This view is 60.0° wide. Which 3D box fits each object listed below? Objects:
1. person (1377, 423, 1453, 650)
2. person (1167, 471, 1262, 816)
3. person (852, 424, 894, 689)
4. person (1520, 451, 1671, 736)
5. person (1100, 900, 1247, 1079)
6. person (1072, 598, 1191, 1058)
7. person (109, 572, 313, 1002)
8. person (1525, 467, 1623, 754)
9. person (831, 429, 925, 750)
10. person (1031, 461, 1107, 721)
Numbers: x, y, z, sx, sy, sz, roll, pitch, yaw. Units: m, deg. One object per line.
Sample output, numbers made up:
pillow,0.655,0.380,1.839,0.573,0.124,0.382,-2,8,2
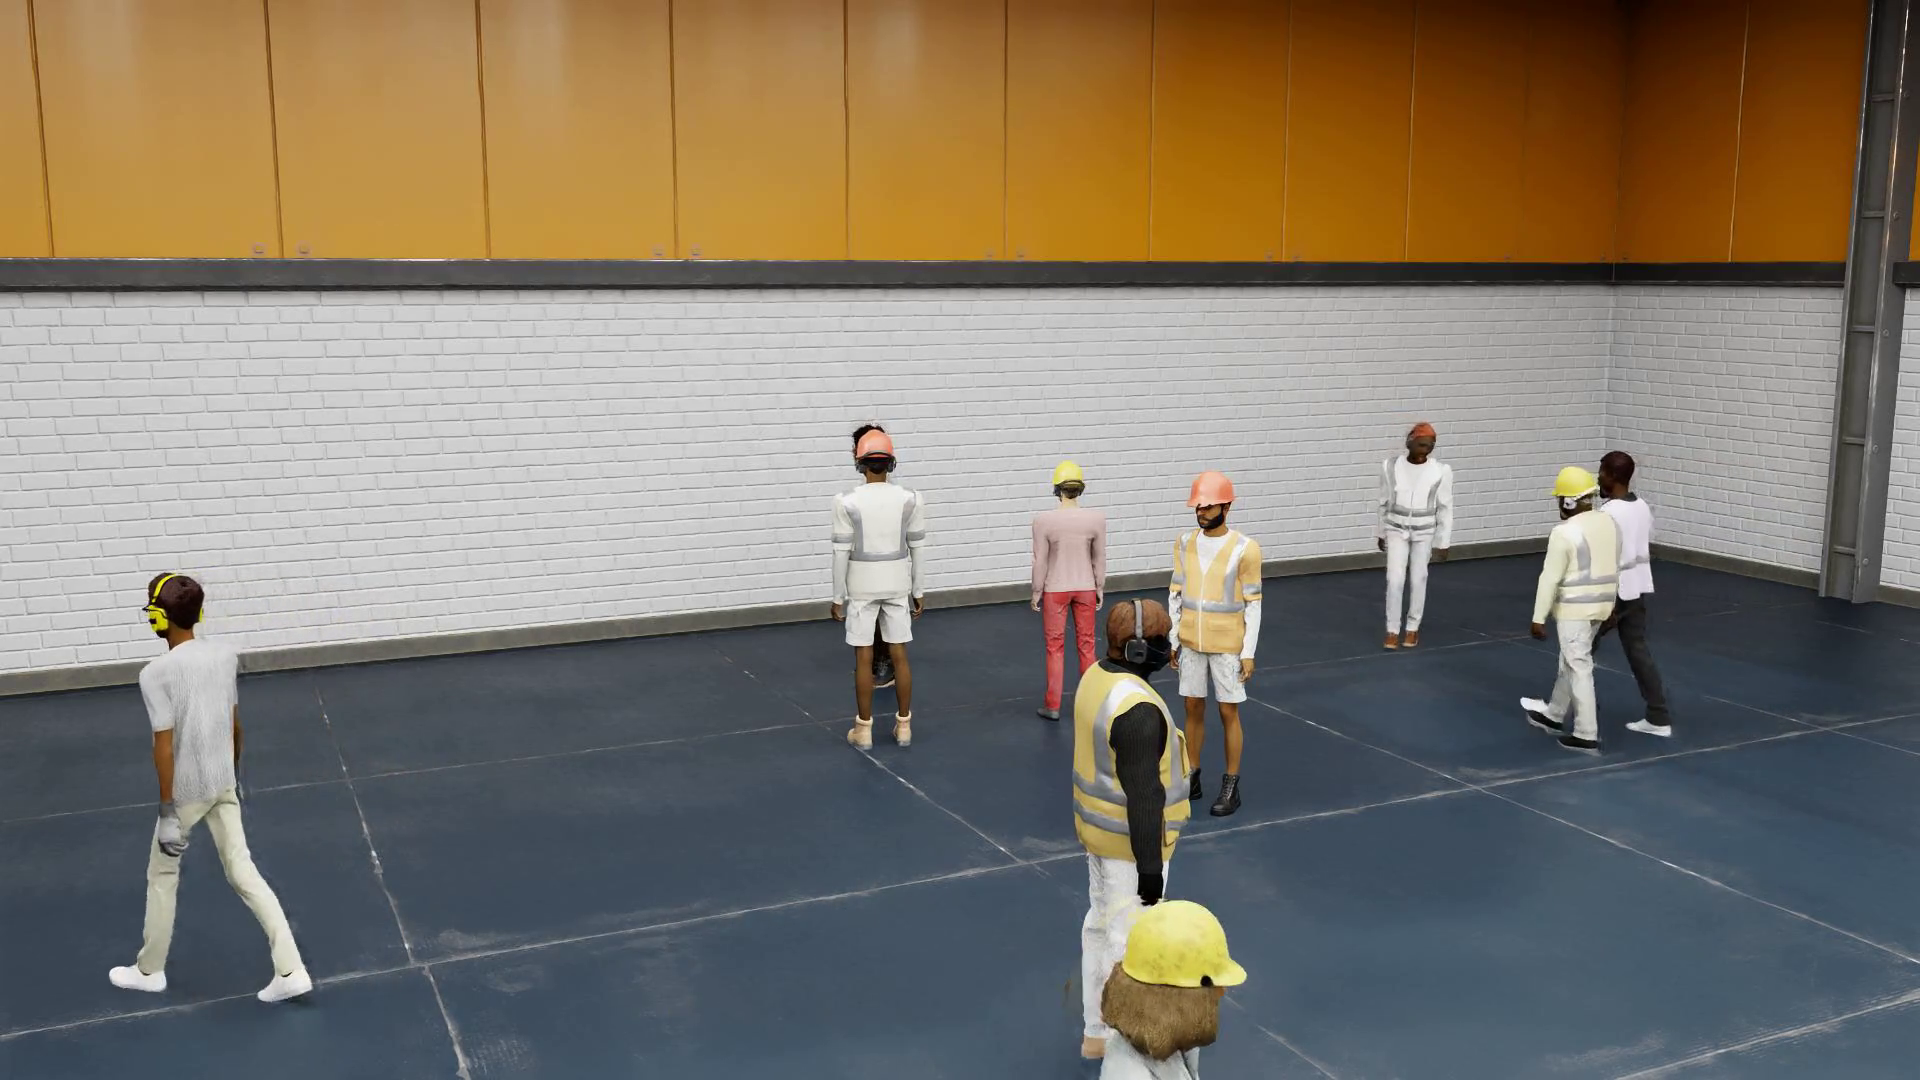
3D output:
person,3.627,-0.024,13.302,0.596,1.843,0.707,3,10,19
person,1.401,0.575,9.322,0.552,1.936,0.358,7,11,36
person,-0.632,0.116,12.211,0.372,1.942,0.744,-1,9,-6
person,4.303,0.338,11.029,0.606,1.863,0.982,-8,12,-39
person,0.491,1.607,3.611,0.745,1.717,0.502,1,9,7
person,0.642,1.123,6.216,0.429,1.842,0.634,-2,9,-11
person,-3.126,1.031,6.877,0.987,1.827,0.552,4,10,21
person,3.846,0.425,10.646,0.614,1.801,0.751,-6,11,-31
person,-0.532,0.314,10.620,0.615,2.039,0.391,-3,10,-17
person,0.731,0.348,11.270,0.530,1.766,0.318,-2,9,-13
